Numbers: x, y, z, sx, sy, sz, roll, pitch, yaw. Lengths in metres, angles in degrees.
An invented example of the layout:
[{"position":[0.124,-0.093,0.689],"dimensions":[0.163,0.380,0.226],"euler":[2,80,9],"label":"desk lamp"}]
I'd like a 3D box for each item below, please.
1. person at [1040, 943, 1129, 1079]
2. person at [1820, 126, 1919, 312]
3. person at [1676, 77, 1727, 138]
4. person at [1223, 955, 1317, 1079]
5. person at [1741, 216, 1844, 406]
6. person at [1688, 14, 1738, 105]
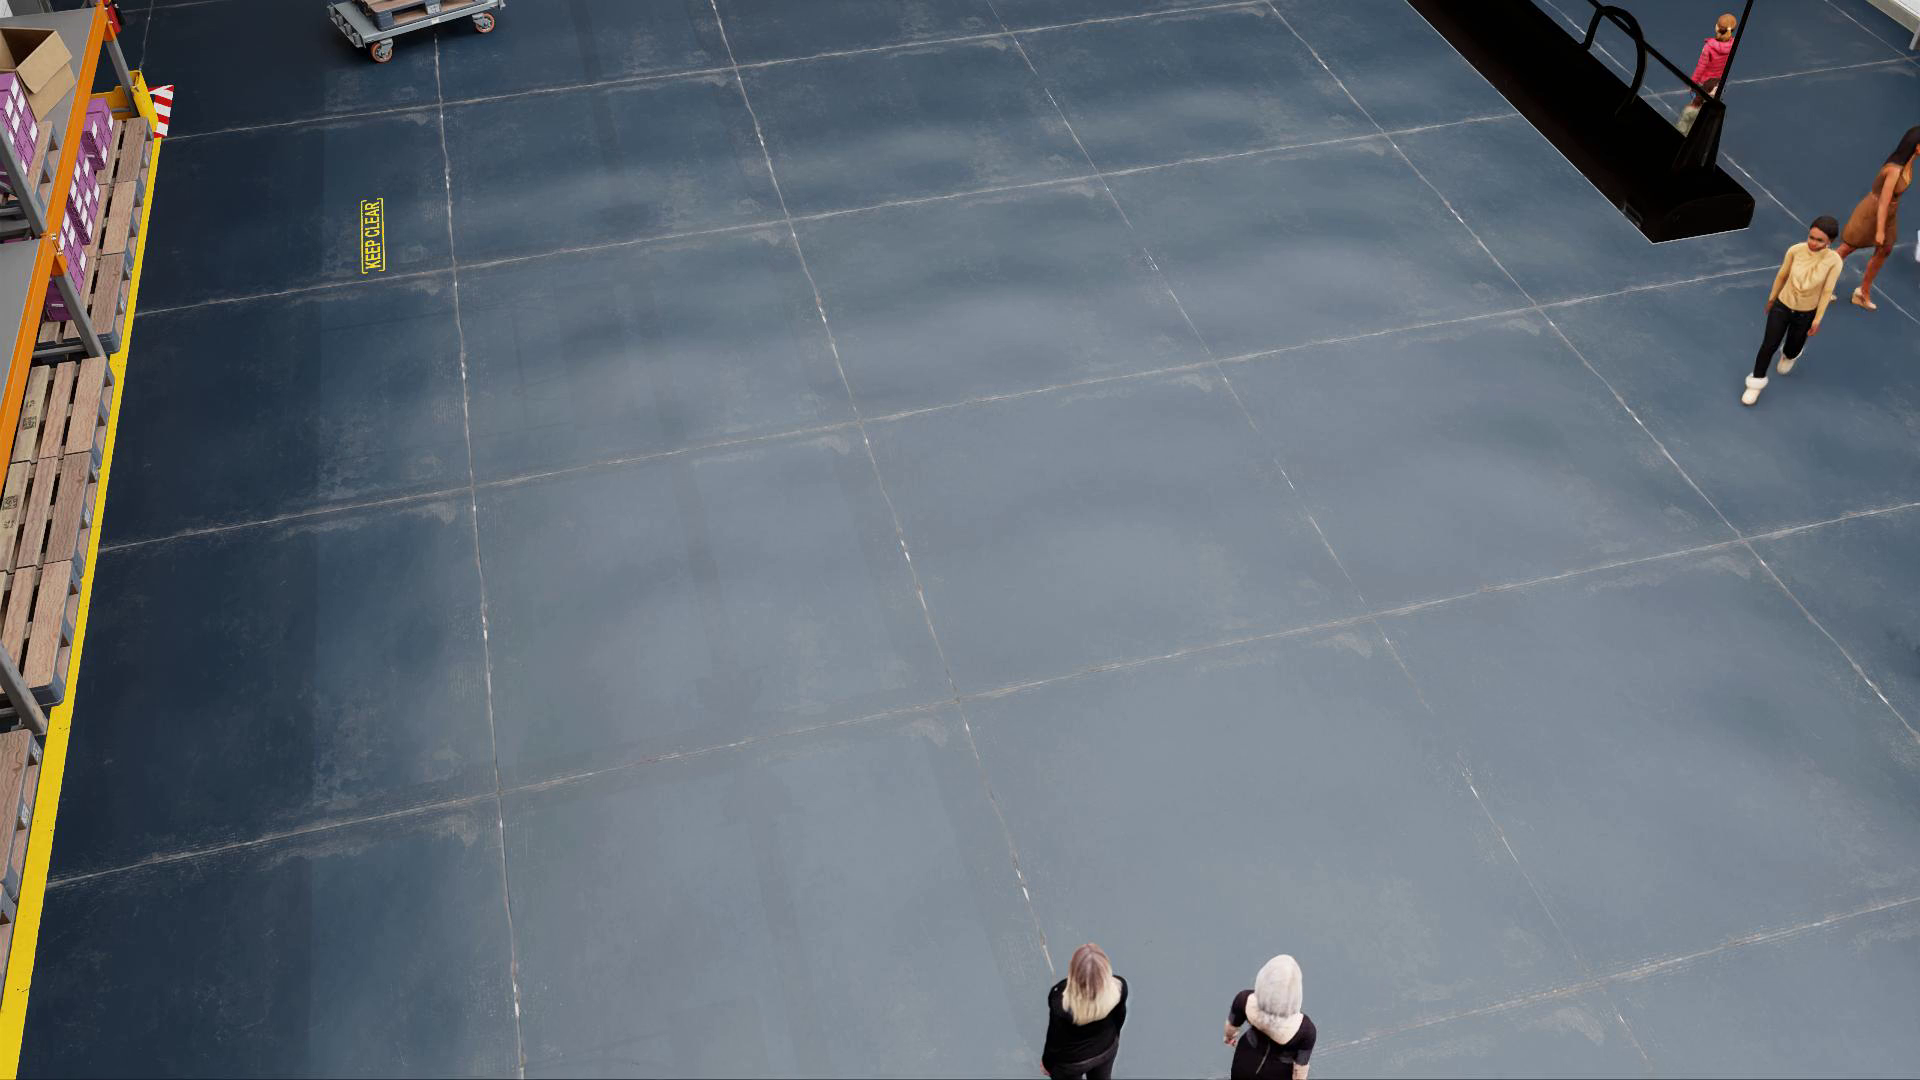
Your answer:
[{"position":[0.613,2.542,8.278],"dimensions":[0.653,1.685,0.592],"euler":[-18,47,-18],"label":"person"},{"position":[7.512,-2.705,13.804],"dimensions":[0.779,1.660,0.861],"euler":[-31,51,-28],"label":"person"},{"position":[6.431,-3.436,14.712],"dimensions":[0.634,1.466,0.749],"euler":[-6,44,-6],"label":"person"},{"position":[1.446,2.646,8.076],"dimensions":[0.954,1.813,1.029],"euler":[20,47,20],"label":"person"},{"position":[6.492,-1.816,12.881],"dimensions":[0.931,1.645,0.958],"euler":[27,50,25],"label":"person"},{"position":[7.108,-4.363,15.793],"dimensions":[0.510,1.318,0.500],"euler":[-12,45,-12],"label":"person"}]
